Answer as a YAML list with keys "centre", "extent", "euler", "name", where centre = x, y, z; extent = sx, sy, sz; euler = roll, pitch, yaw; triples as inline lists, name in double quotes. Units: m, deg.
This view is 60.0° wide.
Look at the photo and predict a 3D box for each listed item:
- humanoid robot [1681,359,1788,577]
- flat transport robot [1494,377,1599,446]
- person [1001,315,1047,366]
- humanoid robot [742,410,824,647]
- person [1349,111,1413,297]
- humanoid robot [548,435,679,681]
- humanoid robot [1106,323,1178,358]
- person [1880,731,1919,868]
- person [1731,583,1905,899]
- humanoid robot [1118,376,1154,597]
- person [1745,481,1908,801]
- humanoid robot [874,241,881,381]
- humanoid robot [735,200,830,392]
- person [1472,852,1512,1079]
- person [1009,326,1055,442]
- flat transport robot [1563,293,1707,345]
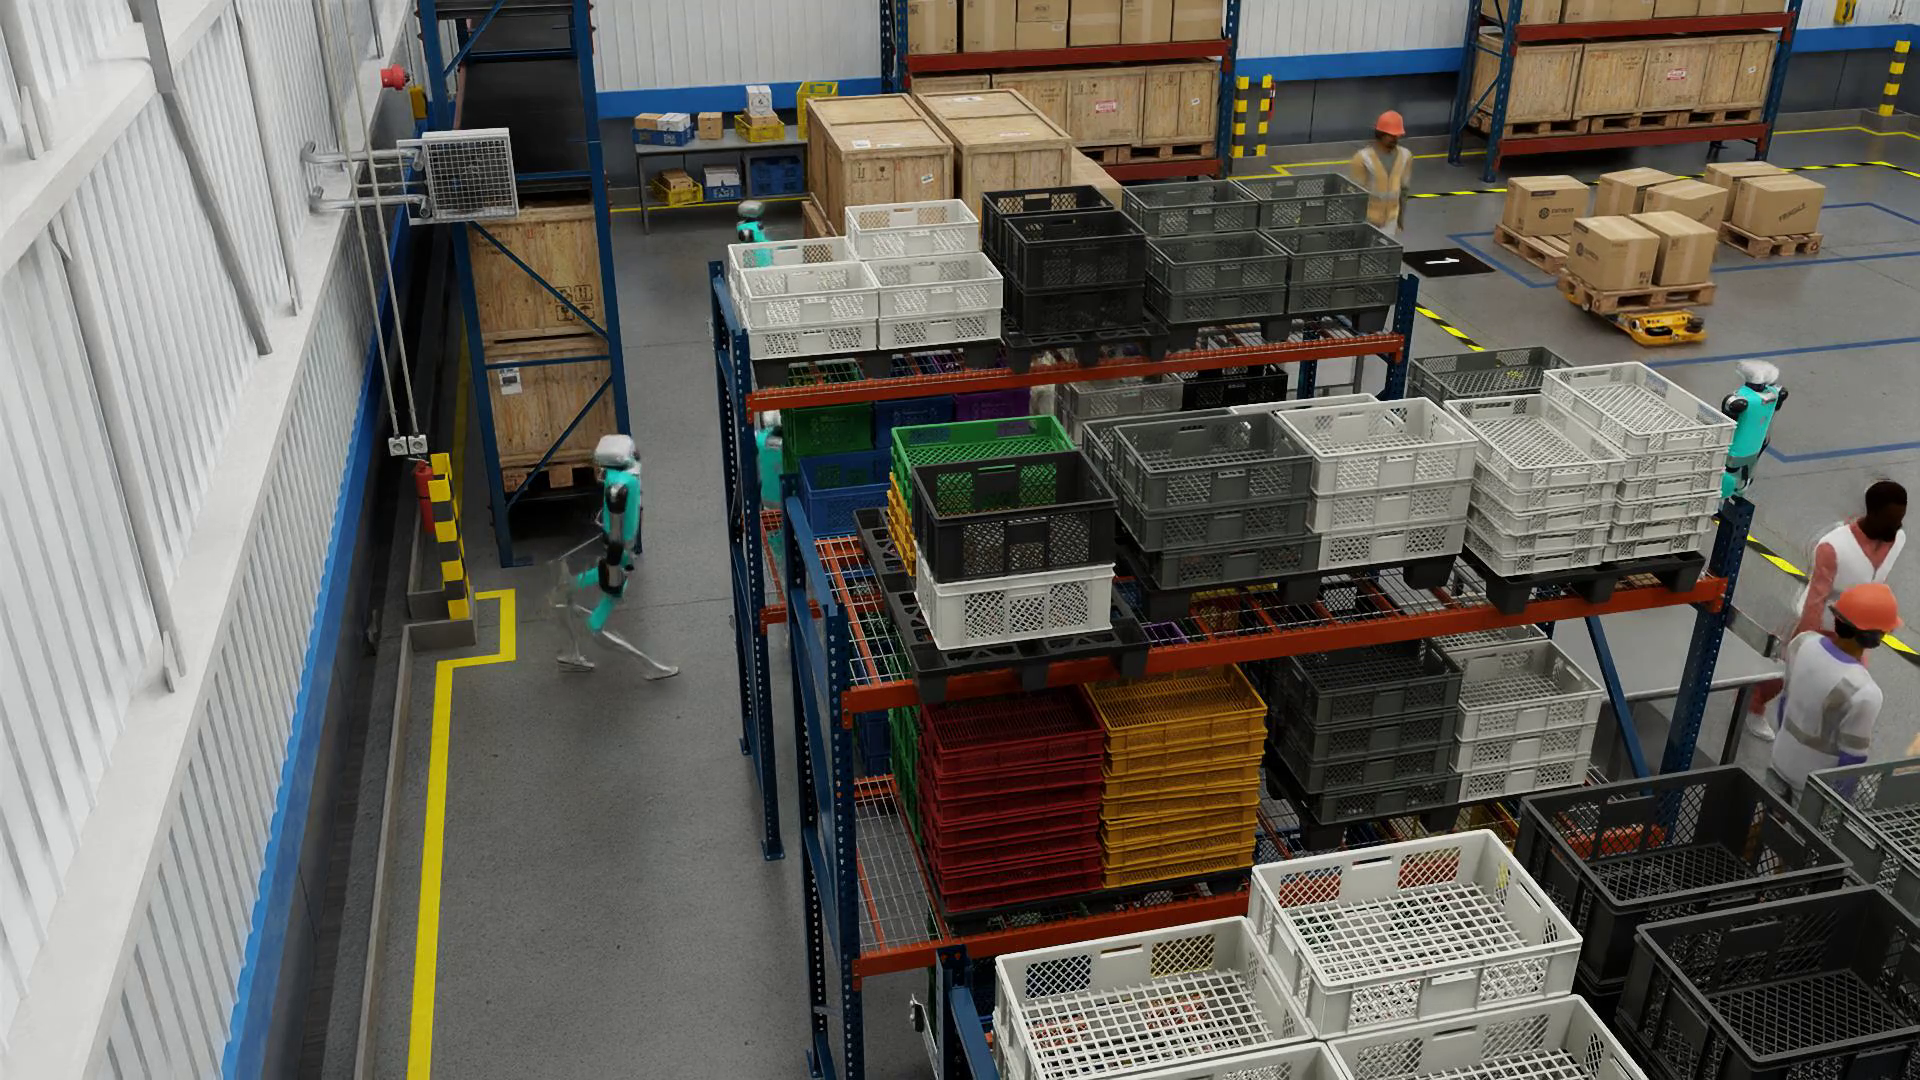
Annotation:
- centre: [5.035, -0.487, 11.257]
  extent: [0.533, 1.673, 0.735]
  euler: [-15, 31, -26]
  name: "humanoid robot"
- centre: [4.780, -1.036, 14.013]
  extent: [0.659, 0.231, 1.431]
  euler: [-6, 28, -12]
  name: "flat transport robot"
- centre: [0.403, -1.008, 12.276]
  extent: [0.477, 1.829, 0.636]
  euler: [4, 28, 8]
  name: "person"
- centre: [-1.037, -0.101, 10.720]
  extent: [0.543, 1.847, 0.664]
  euler: [8, 29, 15]
  name: "humanoid robot"
- centre: [4.052, -3.184, 16.213]
  extent: [0.605, 2.026, 0.671]
  euler: [-6, 28, -12]
  name: "person"
- centre: [-2.302, 0.144, 10.236]
  extent: [0.982, 1.764, 0.588]
  euler: [4, 28, 8]
  name: "humanoid robot"
- centre: [1.440, -1.404, 13.212]
  extent: [0.609, 1.641, 0.415]
  euler: [2, 28, 4]
  name: "humanoid robot"
- centre: [4.322, 1.438, 7.552]
  extent: [0.417, 1.925, 0.621]
  euler: [20, 34, 33]
  name: "person"
- centre: [4.148, 1.104, 8.062]
  extent: [0.410, 2.037, 0.606]
  euler: [-4, 28, -7]
  name: "person"
- centre: [0.967, -0.320, 11.103]
  extent: [0.891, 1.784, 0.556]
  euler: [-16, 32, -28]
  name: "humanoid robot"
- centre: [4.959, 0.472, 9.448]
  extent: [0.608, 1.858, 0.989]
  euler: [-8, 29, -14]
  name: "person"
- centre: [-0.729, -1.756, 13.862]
  extent: [0.335, 1.644, 0.593]
  euler: [-6, 28, -12]
  name: "humanoid robot"
- centre: [-1.432, -2.058, 14.410]
  extent: [0.961, 1.755, 0.573]
  euler: [2, 28, 4]
  name: "humanoid robot"
- centre: [2.067, 1.975, 6.715]
  extent: [0.486, 1.743, 0.310]
  euler: [-4, 28, -7]
  name: "person"
- centre: [0.462, -0.646, 11.596]
  extent: [0.338, 1.839, 0.507]
  euler: [-25, 37, -38]
  name: "person"
- centre: [6.616, -2.278, 16.339]
  extent: [0.652, 0.197, 1.431]
  euler: [-6, 28, -12]
  name: "flat transport robot"
